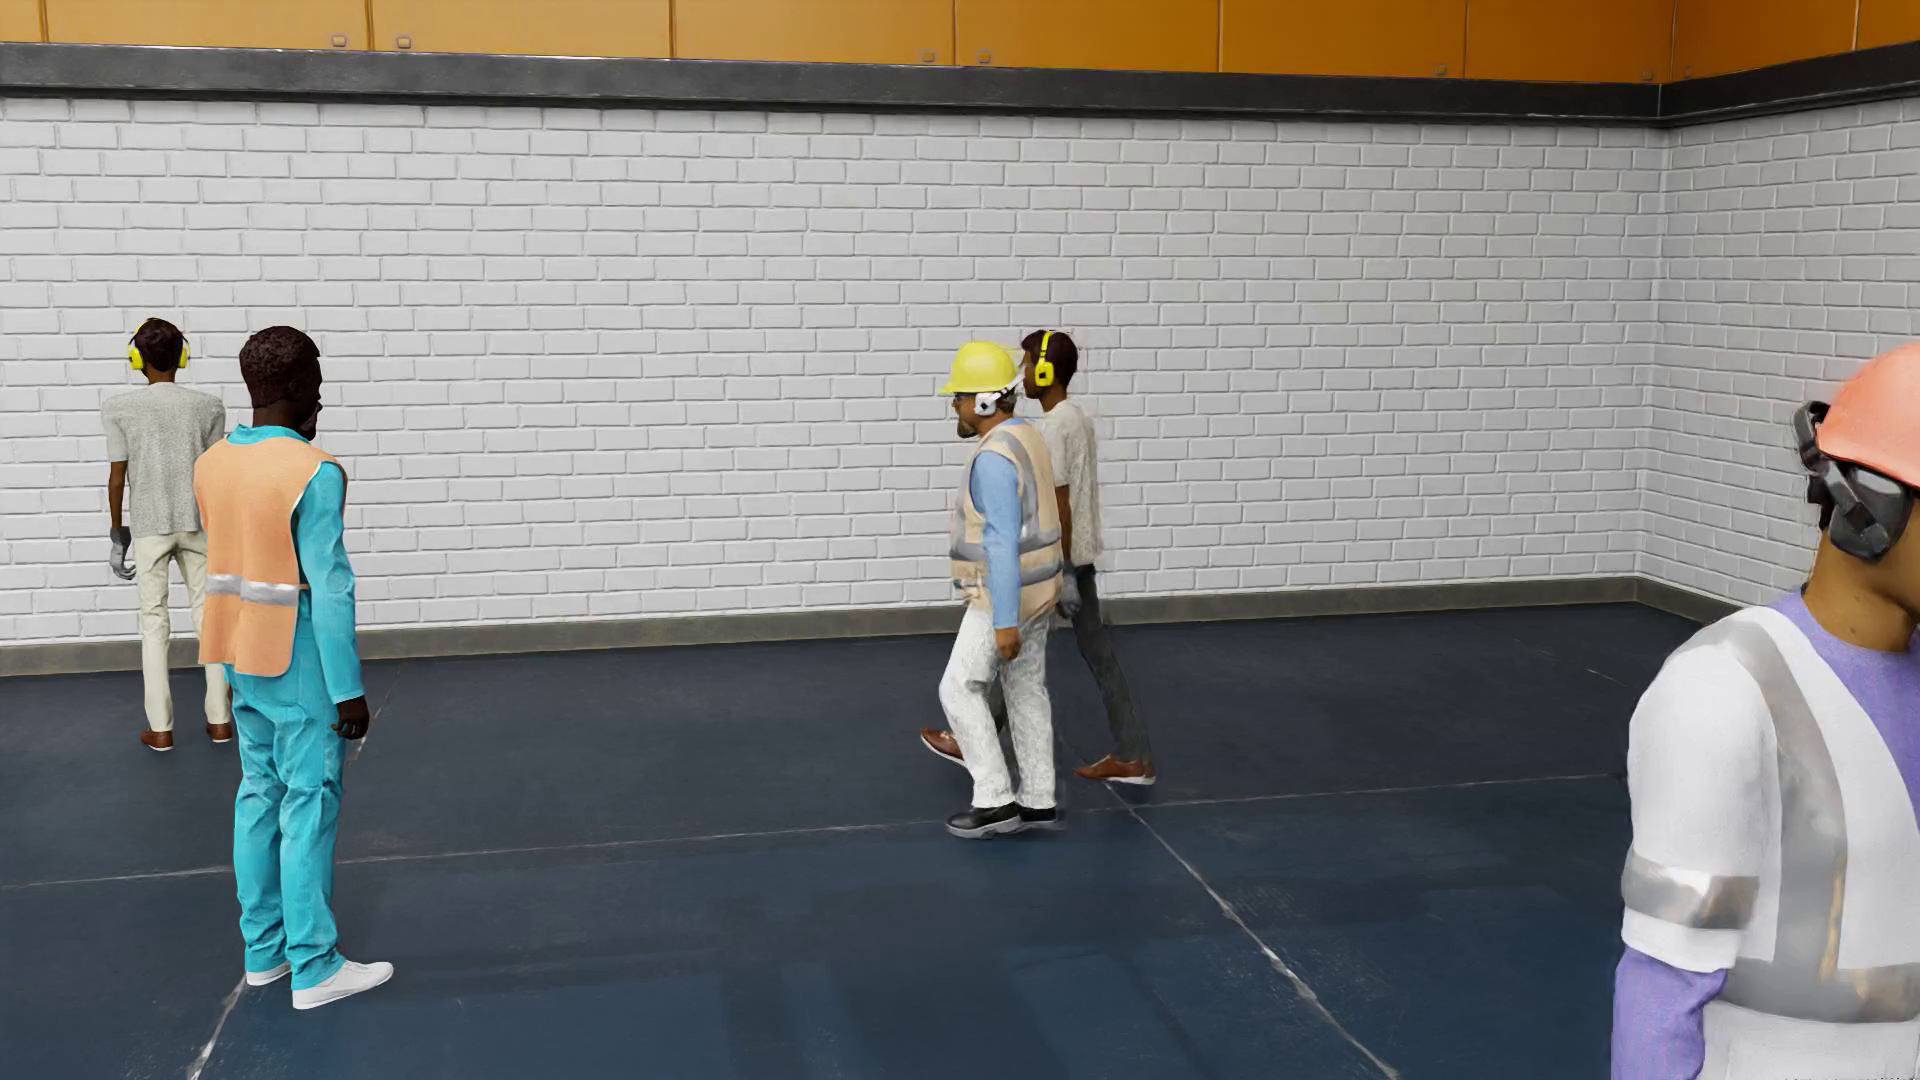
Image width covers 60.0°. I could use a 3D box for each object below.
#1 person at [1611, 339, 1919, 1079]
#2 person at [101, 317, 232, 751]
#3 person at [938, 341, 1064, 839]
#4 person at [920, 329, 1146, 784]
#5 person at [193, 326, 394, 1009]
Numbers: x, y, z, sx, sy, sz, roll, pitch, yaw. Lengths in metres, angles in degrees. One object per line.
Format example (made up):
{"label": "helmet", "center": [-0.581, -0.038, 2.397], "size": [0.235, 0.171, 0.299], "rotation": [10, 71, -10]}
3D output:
{"label": "person", "center": [1.081, 0.744, 2.067], "size": [0.673, 1.993, 0.737], "rotation": [-5, 11, -29]}
{"label": "person", "center": [-3.405, -0.022, 7.184], "size": [0.502, 1.859, 0.327], "rotation": [-7, 12, -37]}
{"label": "person", "center": [0.126, 0.192, 6.015], "size": [0.518, 1.810, 0.630], "rotation": [3, 10, 17]}
{"label": "person", "center": [0.328, 0.077, 6.701], "size": [0.971, 1.813, 0.544], "rotation": [4, 10, 21]}
{"label": "person", "center": [-1.904, 0.361, 4.685], "size": [0.587, 1.911, 0.397], "rotation": [6, 11, 35]}
